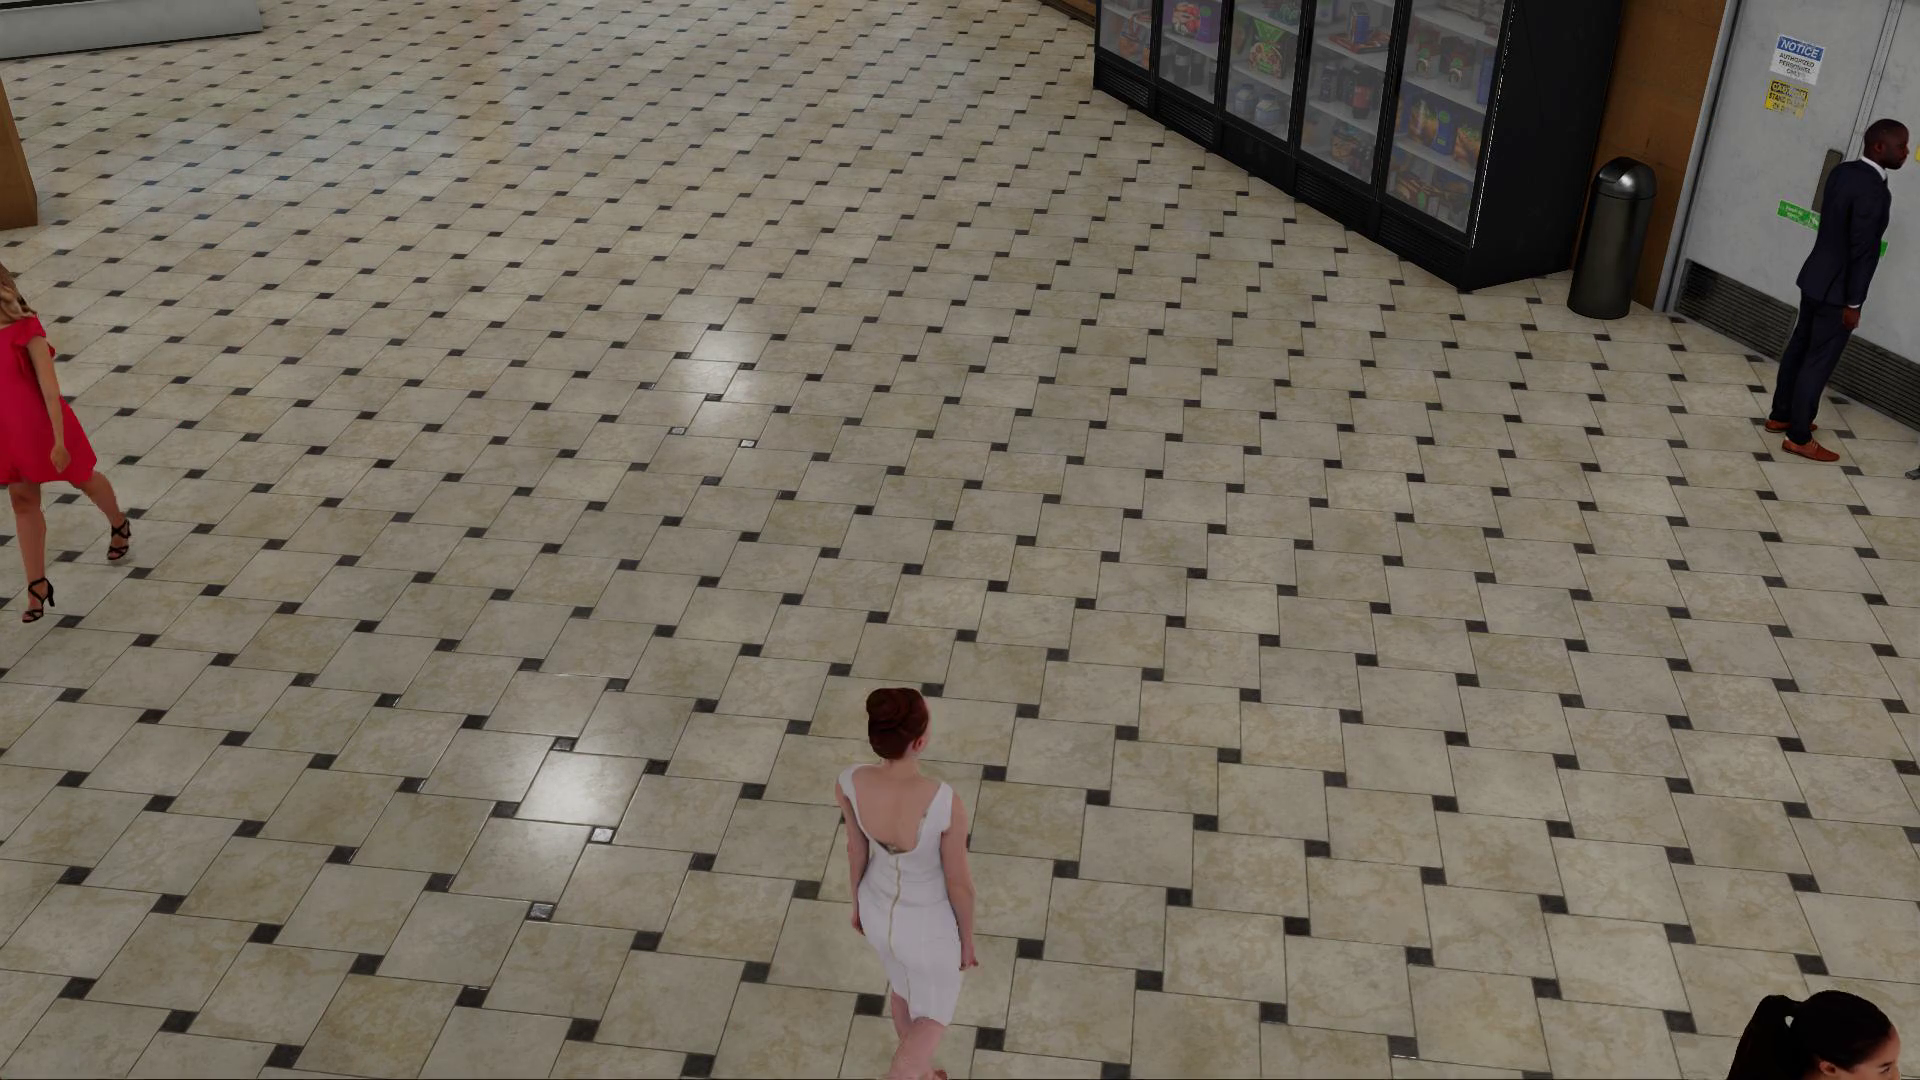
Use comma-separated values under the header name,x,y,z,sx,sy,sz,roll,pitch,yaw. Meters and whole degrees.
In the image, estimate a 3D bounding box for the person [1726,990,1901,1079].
name,x,y,z,sx,sy,sz,roll,pitch,yaw
person,1.905,1.678,4.161,0.817,1.622,0.696,24,39,33

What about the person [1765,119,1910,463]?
name,x,y,z,sx,sy,sz,roll,pitch,yaw
person,4.634,-1.336,8.815,0.812,1.823,0.791,5,32,8

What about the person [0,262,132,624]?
name,x,y,z,sx,sy,sz,roll,pitch,yaw
person,-4.179,-0.531,7.659,1.037,1.678,1.001,5,32,8

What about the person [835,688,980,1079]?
name,x,y,z,sx,sy,sz,roll,pitch,yaw
person,-0.204,1.187,4.803,0.896,1.777,1.016,15,35,23
